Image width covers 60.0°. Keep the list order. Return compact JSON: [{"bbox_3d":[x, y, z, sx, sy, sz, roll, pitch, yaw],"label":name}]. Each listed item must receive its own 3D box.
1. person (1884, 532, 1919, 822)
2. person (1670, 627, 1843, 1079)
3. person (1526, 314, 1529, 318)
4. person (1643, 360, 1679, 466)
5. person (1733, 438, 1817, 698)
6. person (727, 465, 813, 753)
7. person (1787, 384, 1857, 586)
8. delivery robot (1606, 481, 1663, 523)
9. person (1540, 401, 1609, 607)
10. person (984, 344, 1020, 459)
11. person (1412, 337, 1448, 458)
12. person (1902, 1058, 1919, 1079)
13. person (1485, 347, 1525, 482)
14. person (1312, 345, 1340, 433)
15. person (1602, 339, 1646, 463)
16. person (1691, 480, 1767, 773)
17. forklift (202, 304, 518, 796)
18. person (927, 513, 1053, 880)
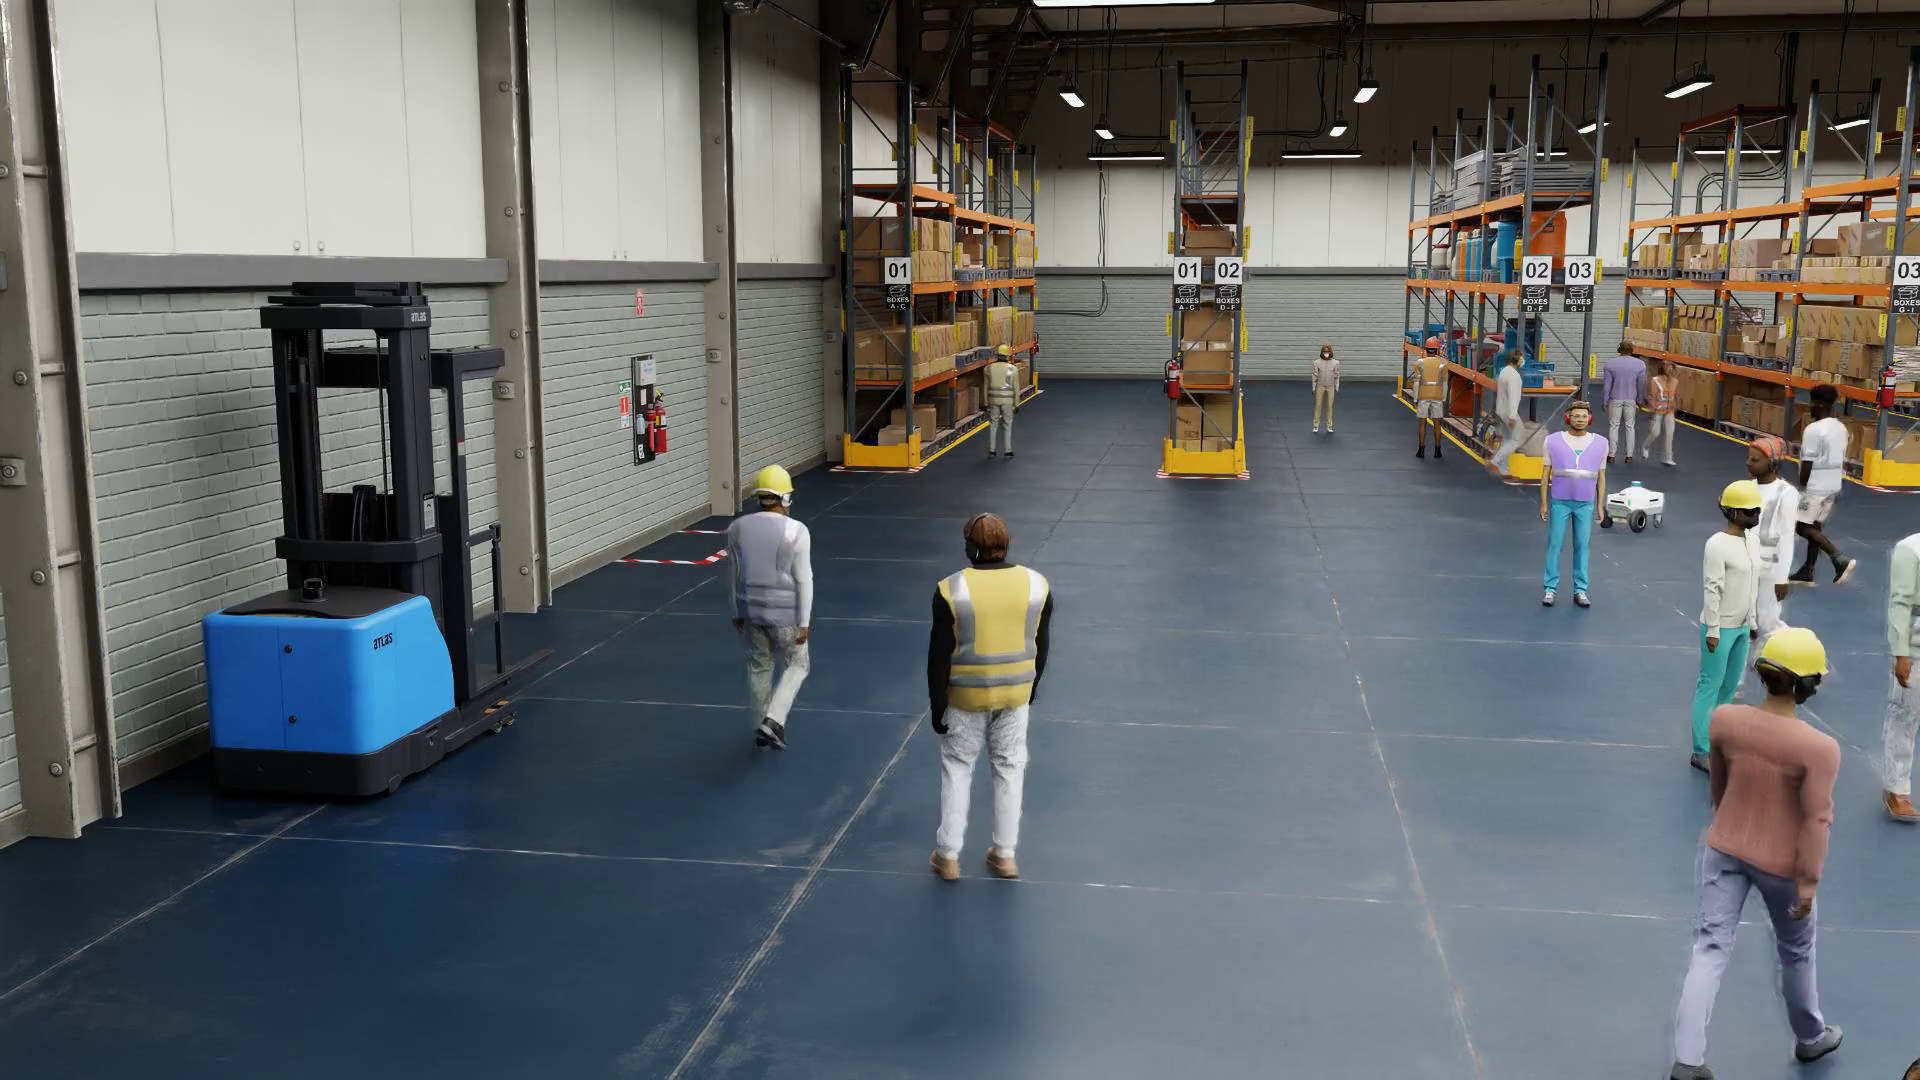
[{"bbox_3d":[5.318,0.617,8.914,0.651,1.927,0.743,-1,9,-6],"label":"person"},{"bbox_3d":[2.987,1.167,6.174,0.897,1.719,0.526,-7,11,-36],"label":"person"},{"bbox_3d":[13.652,-4.510,40.355,0.614,1.987,0.407,-4,10,-21],"label":"person"},{"bbox_3d":[10.920,-1.991,25.910,0.551,1.623,0.532,-2,9,-11],"label":"person"},{"bbox_3d":[5.686,0.202,11.693,0.817,1.859,0.585,-2,9,-11],"label":"person"},{"bbox_3d":[-1.174,0.444,10.331,0.599,1.819,0.459,4,10,23],"label":"person"},{"bbox_3d":[8.197,-0.499,15.734,0.608,1.950,0.689,-6,11,-33],"label":"person"},{"bbox_3d":[7.925,-0.446,19.525,0.707,0.478,0.477,-6,11,-34],"label":"delivery robot"},{"bbox_3d":[5.530,-0.335,15.019,0.566,1.850,0.389,2,9,10],"label":"person"},{"bbox_3d":[0.679,-2.231,26.806,0.598,1.821,0.416,3,10,16],"label":"person"},{"bbox_3d":[7.607,-2.310,26.924,0.544,1.939,0.372,2,9,13],"label":"person"},{"bbox_3d":[1.558,1.686,2.767,0.991,1.792,0.525,-4,10,-24],"label":"person"},{"bbox_3d":[7.816,-1.774,23.662,0.458,1.923,0.653,1,9,9],"label":"person"},{"bbox_3d":[6.816,-2.821,31.013,0.504,1.632,0.270,1,9,7],"label":"person"},{"bbox_3d":[10.405,-2.178,26.113,0.636,1.939,0.363,2,9,10],"label":"person"},{"bbox_3d":[4.656,0.515,10.033,0.526,1.768,0.315,-7,12,-38],"label":"person"},{"bbox_3d":[-3.673,-0.038,10.147,1.129,2.768,1.873,1,9,9],"label":"forklift"},{"bbox_3d":[0.135,0.775,8.228,0.644,1.839,0.452,-3,10,-17],"label":"person"}]
